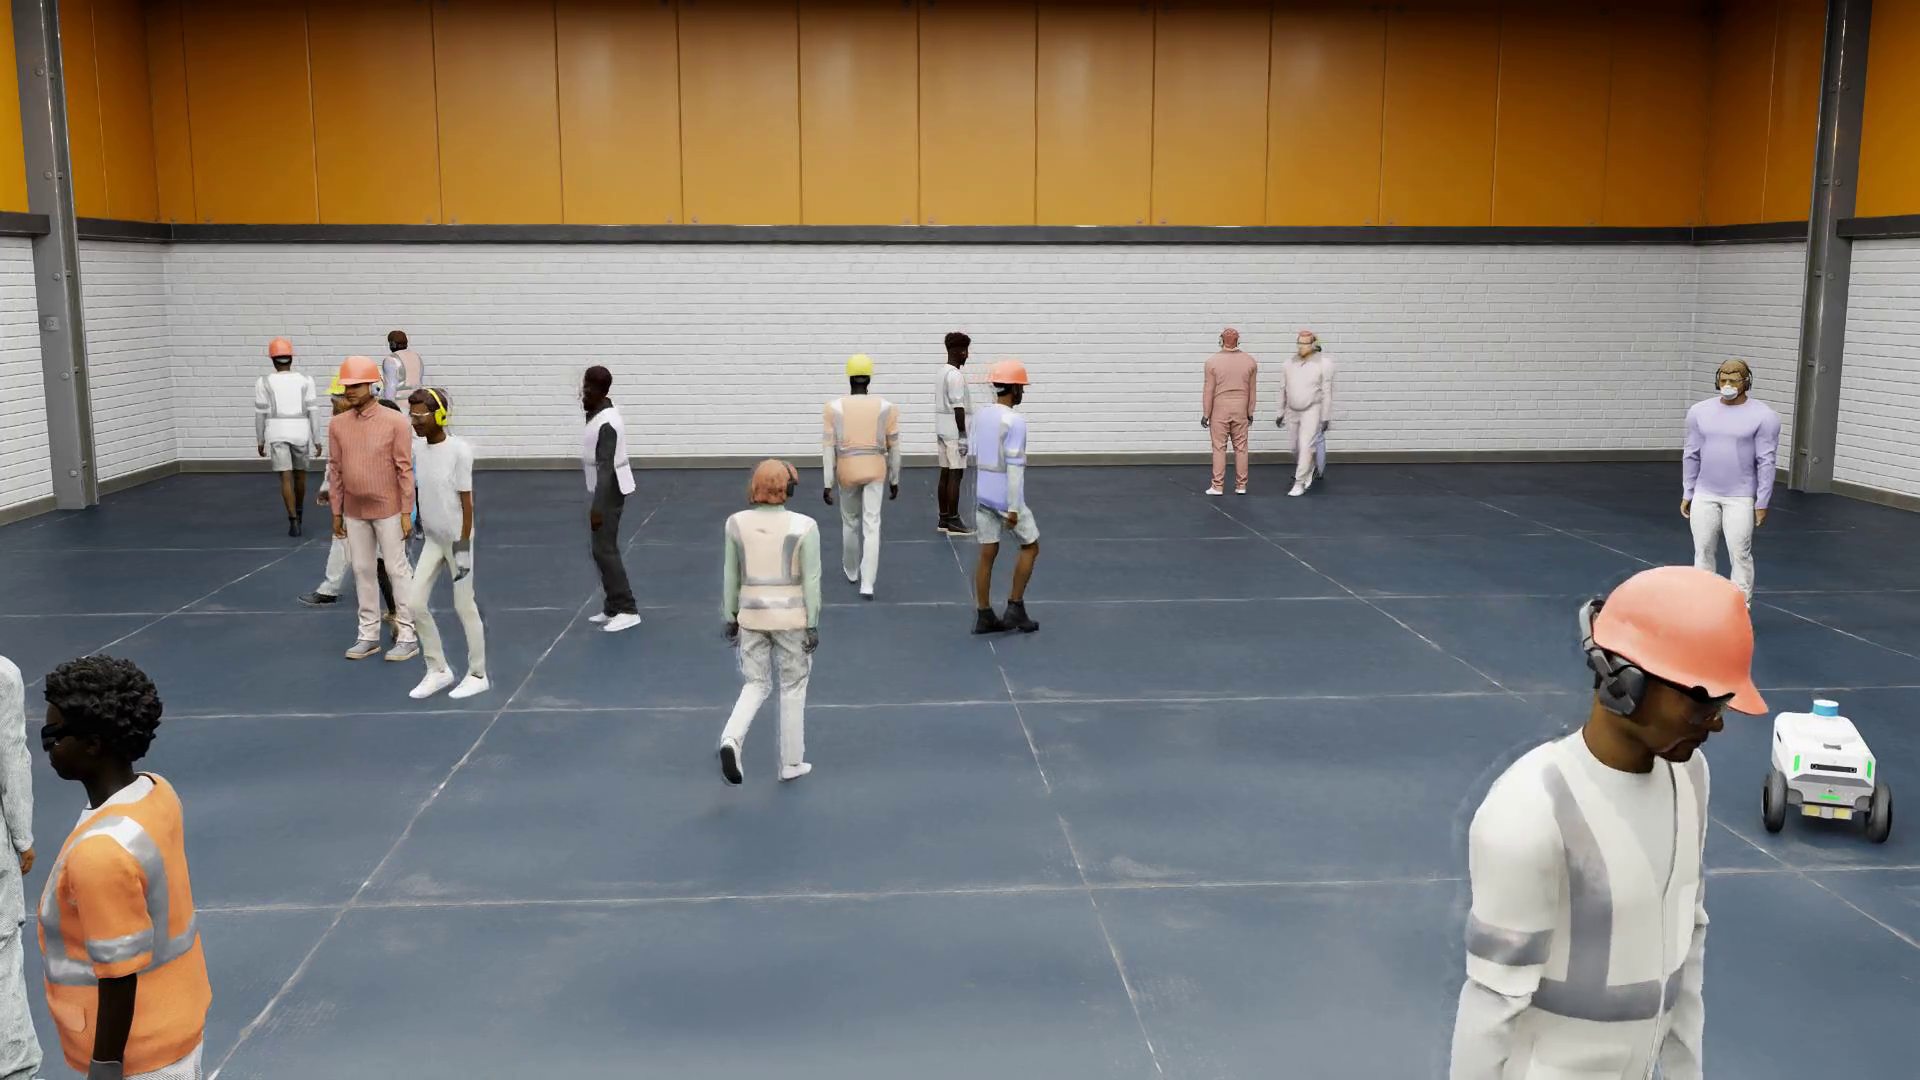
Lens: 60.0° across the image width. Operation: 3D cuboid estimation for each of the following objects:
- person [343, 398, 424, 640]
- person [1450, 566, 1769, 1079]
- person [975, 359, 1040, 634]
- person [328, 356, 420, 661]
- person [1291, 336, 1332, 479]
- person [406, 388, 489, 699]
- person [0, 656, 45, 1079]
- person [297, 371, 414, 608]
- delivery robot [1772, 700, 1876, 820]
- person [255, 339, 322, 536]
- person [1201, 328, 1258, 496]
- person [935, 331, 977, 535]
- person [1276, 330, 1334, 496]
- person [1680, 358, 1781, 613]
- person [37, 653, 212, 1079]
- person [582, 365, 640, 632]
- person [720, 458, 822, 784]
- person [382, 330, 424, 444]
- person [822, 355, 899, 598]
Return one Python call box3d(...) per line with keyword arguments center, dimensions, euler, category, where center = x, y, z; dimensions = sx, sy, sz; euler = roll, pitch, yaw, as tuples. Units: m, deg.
box3d(center=(-3.955, -0.152, 11.520), dimensions=(0.531, 1.656, 0.870), euler=(-6, 11, -35), category="person")
box3d(center=(1.096, 1.011, 3.171), dimensions=(0.665, 2.006, 0.791), euler=(-6, 11, -35), category="person")
box3d(center=(0.333, -0.298, 11.603), dimensions=(0.580, 1.916, 0.545), euler=(-7, 11, -37), category="person")
box3d(center=(-3.821, -0.199, 10.803), dimensions=(0.619, 1.988, 0.396), euler=(2, 9, 15), category="person")
box3d(center=(4.289, -1.616, 20.356), dimensions=(0.530, 1.772, 0.303), euler=(-1, 9, -8), category="person")
box3d(center=(-3.026, 0.034, 9.739), dimensions=(0.536, 1.846, 0.585), euler=(5, 10, 28), category="person")
box3d(center=(-2.964, 0.871, 4.861), dimensions=(0.483, 1.735, 0.340), euler=(-3, 10, -19), category="person")
box3d(center=(-4.591, -0.401, 12.707), dimensions=(0.948, 1.791, 0.603), euler=(-6, 11, -34), category="person")
box3d(center=(3.935, 0.975, 7.591), dimensions=(0.477, 0.478, 0.707), euler=(3, 10, 20), category="delivery robot")
box3d(center=(-6.560, -1.008, 16.207), dimensions=(0.559, 1.874, 1.001), euler=(-5, 11, -31), category="person")
box3d(center=(3.038, -1.449, 18.874), dimensions=(0.639, 1.910, 0.407), euler=(-2, 9, -12), category="person")
box3d(center=(-0.052, -1.029, 16.060), dimensions=(0.367, 1.964, 0.603), euler=(-3, 10, -18), category="person")
box3d(center=(3.962, -1.461, 19.051), dimensions=(0.649, 1.882, 0.795), euler=(8, 12, 39), category="person")
box3d(center=(5.356, -0.302, 11.624), dimensions=(0.368, 1.932, 0.622), euler=(-8, 12, -43), category="person")
box3d(center=(-1.811, 1.084, 3.632), dimensions=(0.318, 1.697, 0.535), euler=(-3, 9, -18), category="person")
box3d(center=(-2.478, -0.298, 11.786), dimensions=(0.370, 1.884, 0.663), euler=(-2, 9, -11), category="person")
box3d(center=(-0.938, 0.418, 8.064), dimensions=(0.521, 1.620, 0.566), euler=(3, 10, 19), category="person")
box3d(center=(-6.739, -1.608, 20.088), dimensions=(0.429, 1.839, 0.633), euler=(3, 10, 20), category="person")
box3d(center=(-0.782, -0.517, 13.116), dimensions=(0.608, 1.873, 1.016), euler=(-1, 9, -7), category="person")
